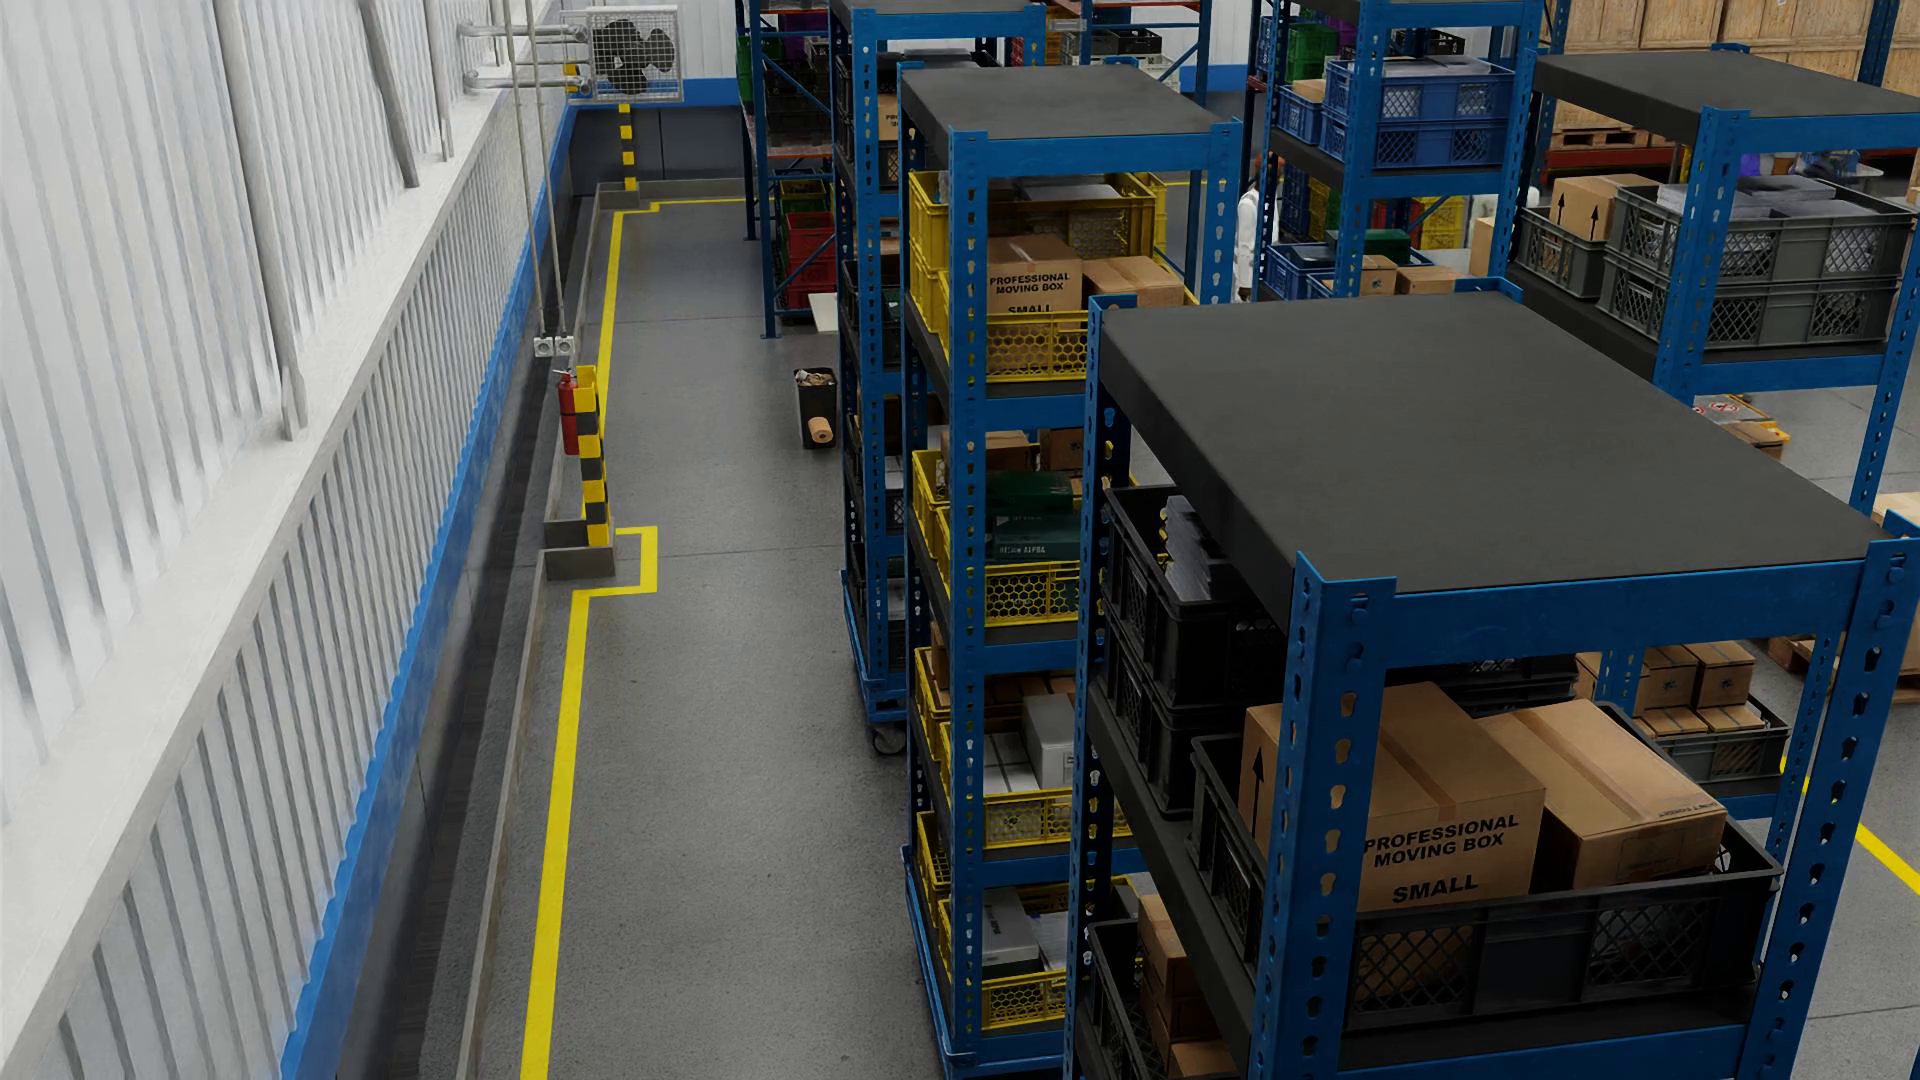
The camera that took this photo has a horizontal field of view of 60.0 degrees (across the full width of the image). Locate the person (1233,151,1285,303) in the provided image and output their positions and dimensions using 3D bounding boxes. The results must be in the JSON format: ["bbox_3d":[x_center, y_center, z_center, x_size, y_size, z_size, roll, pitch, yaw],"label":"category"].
[{"bbox_3d":[2.277,-2.053,12.829,0.353,1.882,0.575,13,28,26],"label":"person"}]

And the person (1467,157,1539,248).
[{"bbox_3d":[4.434,-2.381,13.696,0.522,1.758,0.340,7,26,15],"label":"person"}]

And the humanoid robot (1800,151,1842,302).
[{"bbox_3d":[7.528,-2.783,14.676,0.597,1.638,0.476,-17,30,-33],"label":"humanoid robot"}]

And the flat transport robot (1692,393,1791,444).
[{"bbox_3d":[5.224,-0.859,12.132,1.431,0.197,0.652,-4,25,-8],"label":"flat transport robot"}]

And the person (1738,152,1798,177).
[{"bbox_3d":[7.297,-3.233,15.209,0.539,2.000,0.685,5,25,11],"label":"person"}]
